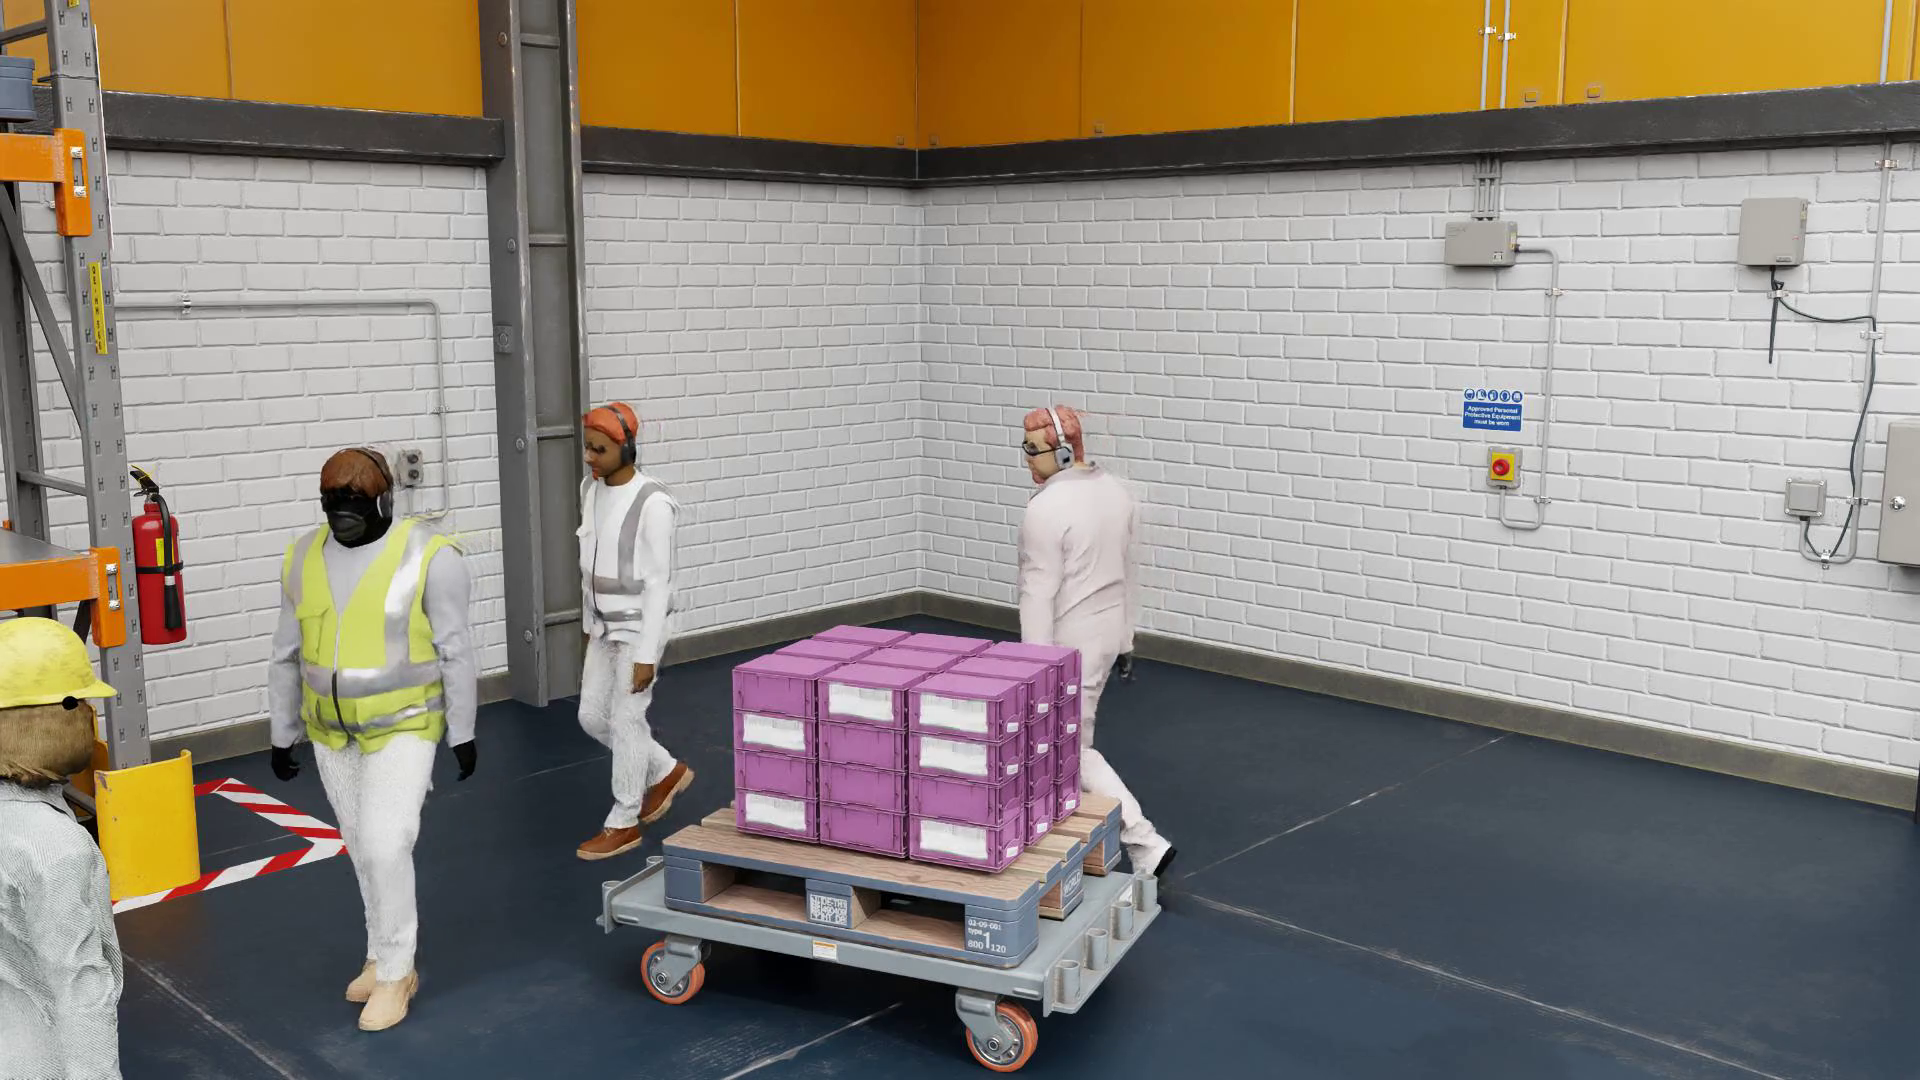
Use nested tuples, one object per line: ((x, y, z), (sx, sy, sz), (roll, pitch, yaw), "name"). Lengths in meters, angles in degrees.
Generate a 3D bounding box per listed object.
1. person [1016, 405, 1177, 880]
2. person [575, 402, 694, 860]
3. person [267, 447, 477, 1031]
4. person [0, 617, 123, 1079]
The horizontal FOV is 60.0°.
((0.473, 0.413, 6.338), (0.872, 1.867, 0.670), (7, 12, 37), "person")
((-1.291, 0.363, 6.664), (0.621, 1.860, 0.522), (9, 13, 44), "person")
((-1.881, 0.618, 5.203), (0.664, 1.815, 0.636), (2, 10, 14), "person")
((-1.687, 1.002, 3.086), (0.492, 1.740, 0.325), (6, 11, 35), "person")
